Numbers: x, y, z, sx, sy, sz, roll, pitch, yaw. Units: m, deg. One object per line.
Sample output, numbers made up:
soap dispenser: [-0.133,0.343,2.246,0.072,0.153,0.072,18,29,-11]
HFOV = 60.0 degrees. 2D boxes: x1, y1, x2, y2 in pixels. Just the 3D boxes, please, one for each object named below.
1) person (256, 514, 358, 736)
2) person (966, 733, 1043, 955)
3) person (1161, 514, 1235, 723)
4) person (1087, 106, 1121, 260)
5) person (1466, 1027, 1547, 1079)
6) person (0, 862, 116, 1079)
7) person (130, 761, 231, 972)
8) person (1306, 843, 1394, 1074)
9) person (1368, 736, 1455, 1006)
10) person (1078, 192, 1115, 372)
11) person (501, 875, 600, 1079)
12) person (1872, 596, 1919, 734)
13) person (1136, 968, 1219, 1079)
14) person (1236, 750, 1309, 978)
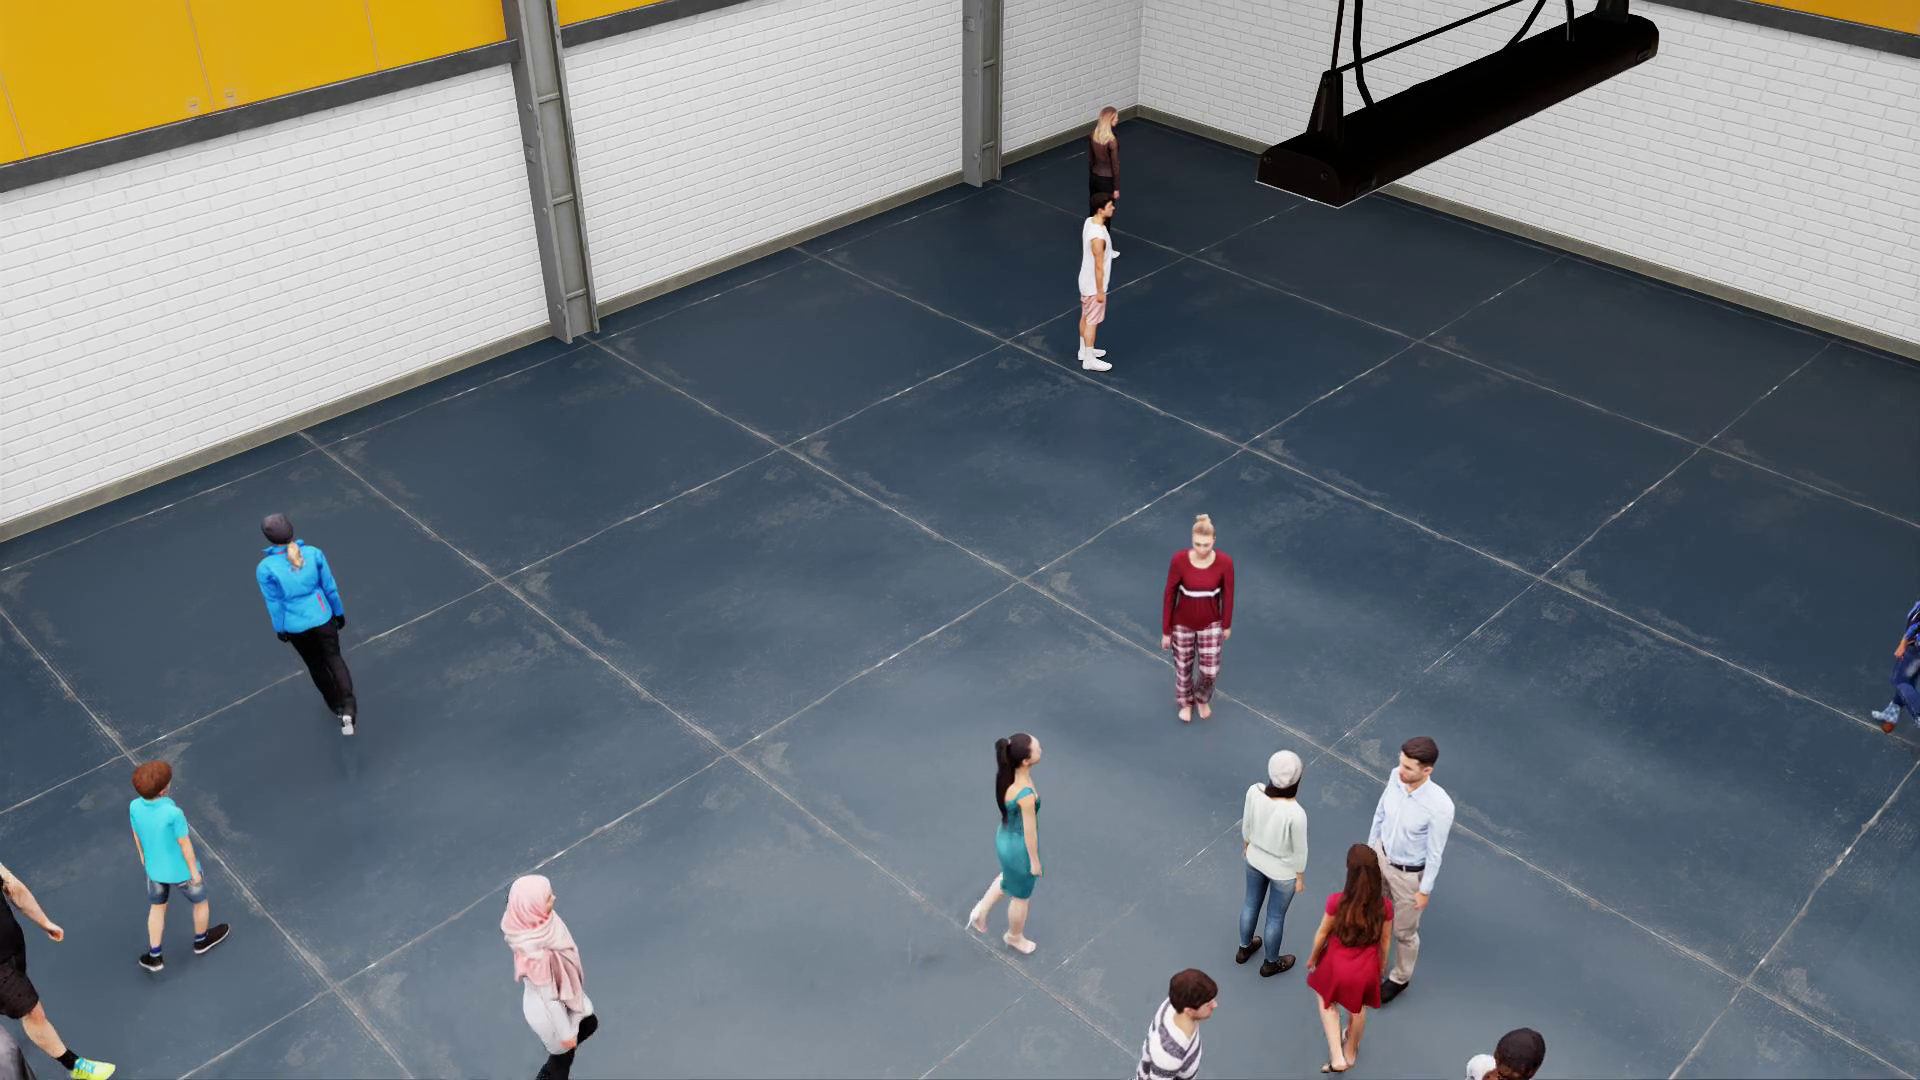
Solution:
person: [-4.450,0.625,11.417,1.005,1.778,0.870,-17,37,-23]
person: [0.260,1.811,9.723,0.802,1.678,0.725,-8,34,-12]
person: [1.655,0.530,11.638,0.760,1.692,0.803,4,34,6]
person: [1.572,-3.939,18.349,0.537,1.705,0.630,-23,40,-31]
person: [2.472,2.992,7.929,0.616,1.698,0.941,25,41,33]
person: [-5.302,2.209,8.967,1.205,1.851,1.191,3,34,4]
person: [-4.678,1.926,9.777,0.778,1.426,0.845,4,34,6]
person: [2.116,2.342,9.052,0.830,1.536,0.897,4,34,6]
person: [2.532,1.859,9.500,0.686,1.845,0.705,-18,38,-25]
person: [1.293,-2.524,16.145,0.781,1.788,0.733,-2,34,-3]
person: [-2.219,2.443,8.668,0.815,1.794,0.769,-7,34,-10]
person: [6.645,0.764,11.364,0.923,1.605,0.917,-8,34,-12]
person: [0.938,2.776,8.136,0.881,1.827,0.786,10,35,14]
person: [1.819,1.867,9.664,0.480,1.651,0.559,-29,43,-36]
